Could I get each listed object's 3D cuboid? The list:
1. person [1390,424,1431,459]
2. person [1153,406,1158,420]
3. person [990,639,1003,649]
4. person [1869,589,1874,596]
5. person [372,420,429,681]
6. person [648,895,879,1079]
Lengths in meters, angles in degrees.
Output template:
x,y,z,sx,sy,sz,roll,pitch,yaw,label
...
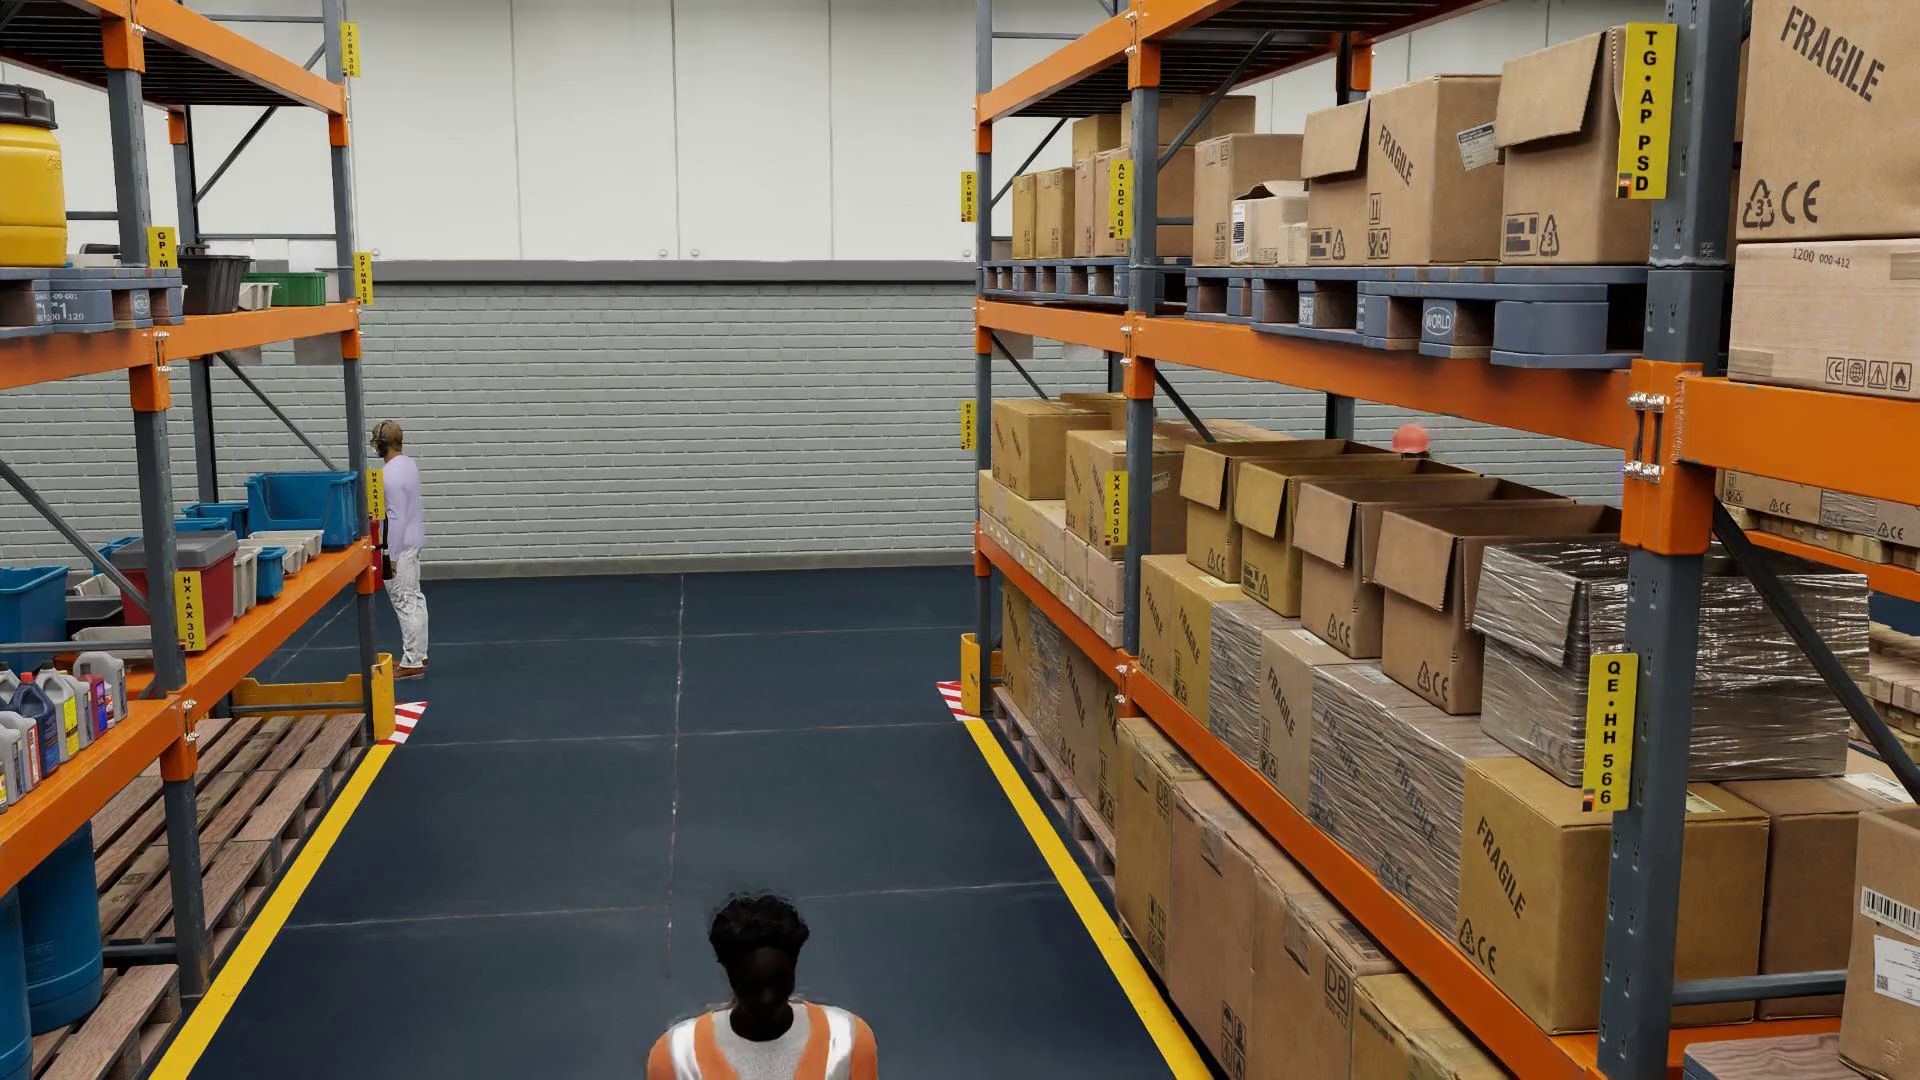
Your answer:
x,y,z,sx,sy,sz,roll,pitch,yaw,label
3.135,0.182,11.534,0.626,2.003,1.025,4,10,23,person
1.562,-0.263,14.610,0.884,1.886,0.653,-2,9,-11,person
0.532,-0.043,13.309,0.915,1.863,0.708,-4,10,-22,person
8.463,-0.476,15.582,0.393,1.989,0.617,6,11,34,person
-4.157,0.076,12.347,0.351,1.936,0.634,-1,9,-7,person
-0.409,1.608,3.689,0.544,1.669,0.693,-3,10,-16,person
